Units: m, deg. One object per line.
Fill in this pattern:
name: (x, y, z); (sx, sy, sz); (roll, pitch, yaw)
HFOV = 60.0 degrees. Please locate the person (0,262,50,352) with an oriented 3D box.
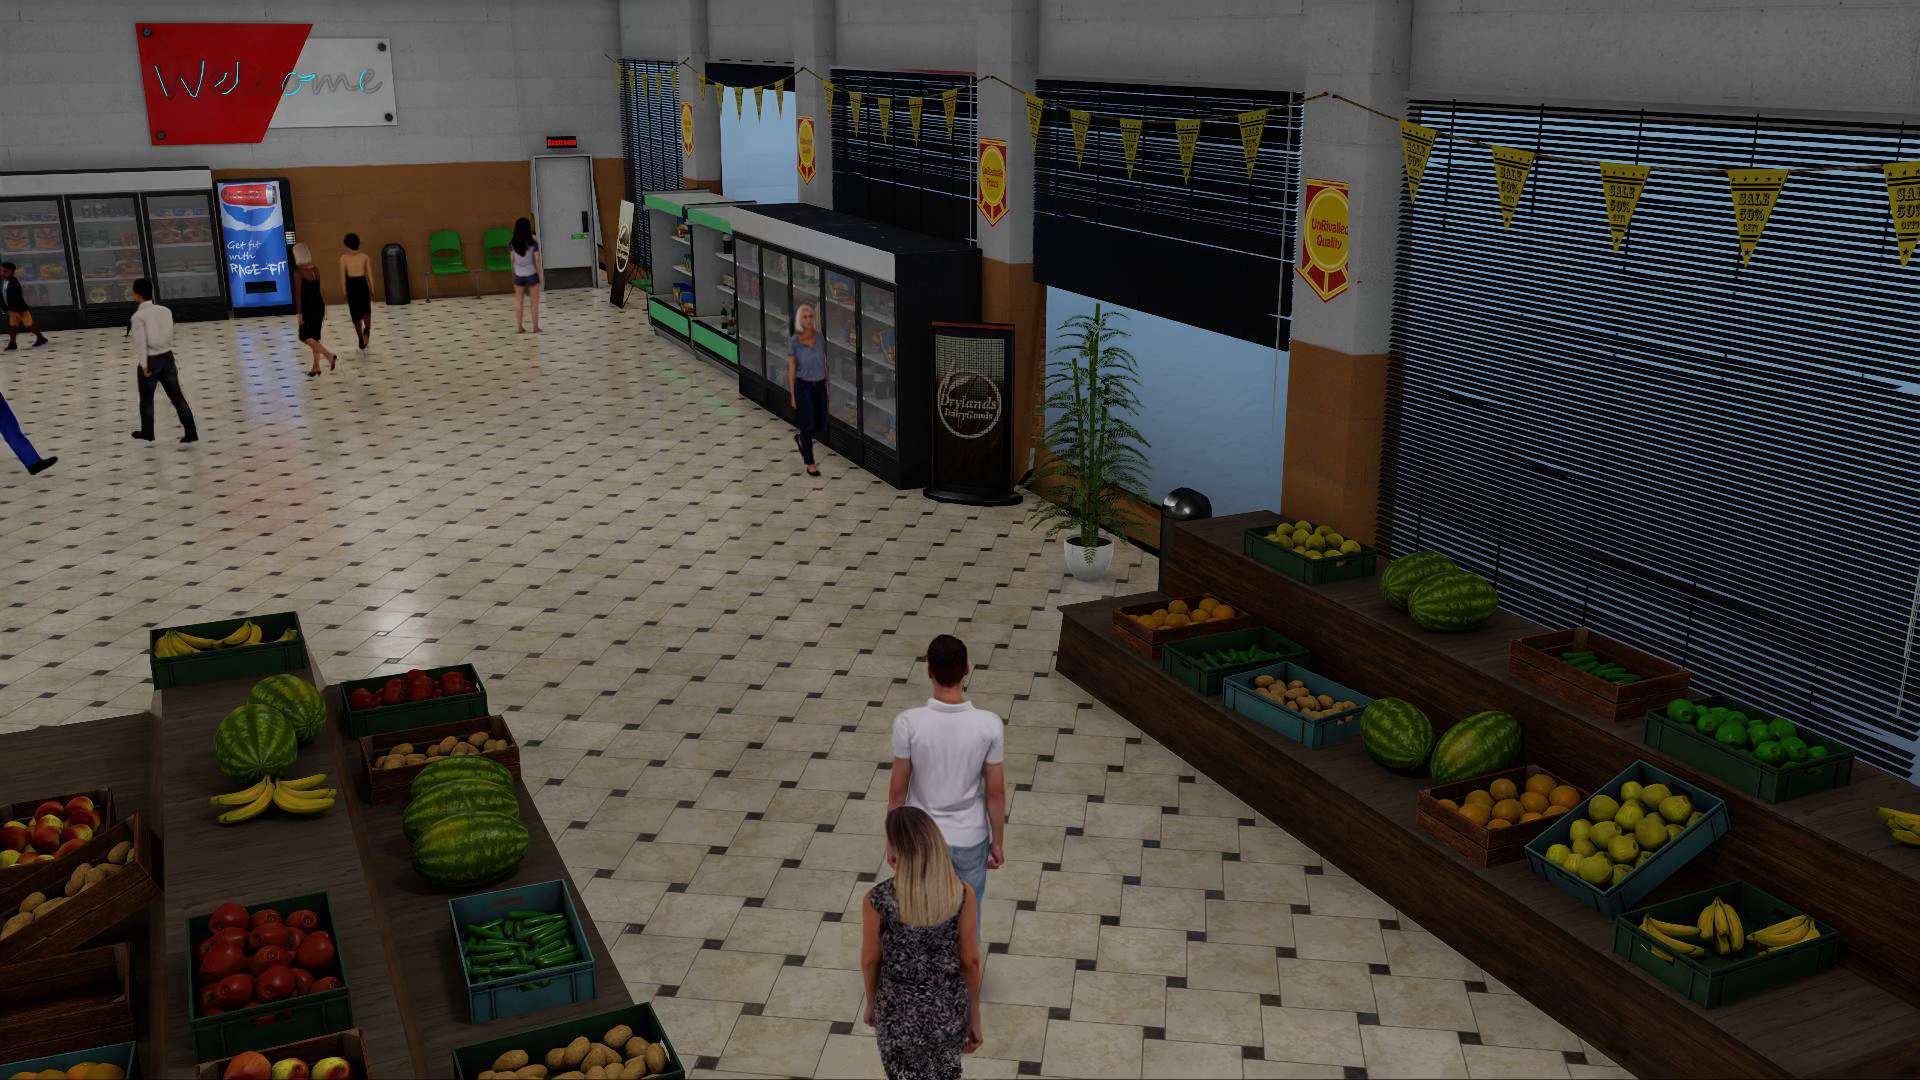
person: (-13.159, -3.272, 23.317); (0.884, 1.234, 0.903); (11, 20, 33)

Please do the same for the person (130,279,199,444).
person: (-8.486, -1.861, 17.754); (1.255, 1.767, 1.117); (8, 19, 25)

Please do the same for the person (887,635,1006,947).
person: (-0.062, 1.323, 7.146); (0.912, 1.838, 1.123); (-1, 17, -3)

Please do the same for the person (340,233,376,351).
person: (-8.354, -3.408, 23.072); (0.595, 1.637, 0.850); (-7, 18, -21)

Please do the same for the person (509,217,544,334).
person: (-6.455, -3.927, 24.659); (0.688, 1.709, 0.689); (1, 17, 3)

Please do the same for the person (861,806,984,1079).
person: (-0.125, 1.791, 5.885); (0.641, 1.675, 0.738); (-4, 17, -12)

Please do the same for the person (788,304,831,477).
person: (-1.545, -1.520, 16.732); (0.658, 1.707, 0.901); (-11, 20, -32)

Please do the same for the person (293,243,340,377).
person: (-8.228, -2.905, 21.259); (0.952, 1.729, 0.888); (6, 18, 20)
